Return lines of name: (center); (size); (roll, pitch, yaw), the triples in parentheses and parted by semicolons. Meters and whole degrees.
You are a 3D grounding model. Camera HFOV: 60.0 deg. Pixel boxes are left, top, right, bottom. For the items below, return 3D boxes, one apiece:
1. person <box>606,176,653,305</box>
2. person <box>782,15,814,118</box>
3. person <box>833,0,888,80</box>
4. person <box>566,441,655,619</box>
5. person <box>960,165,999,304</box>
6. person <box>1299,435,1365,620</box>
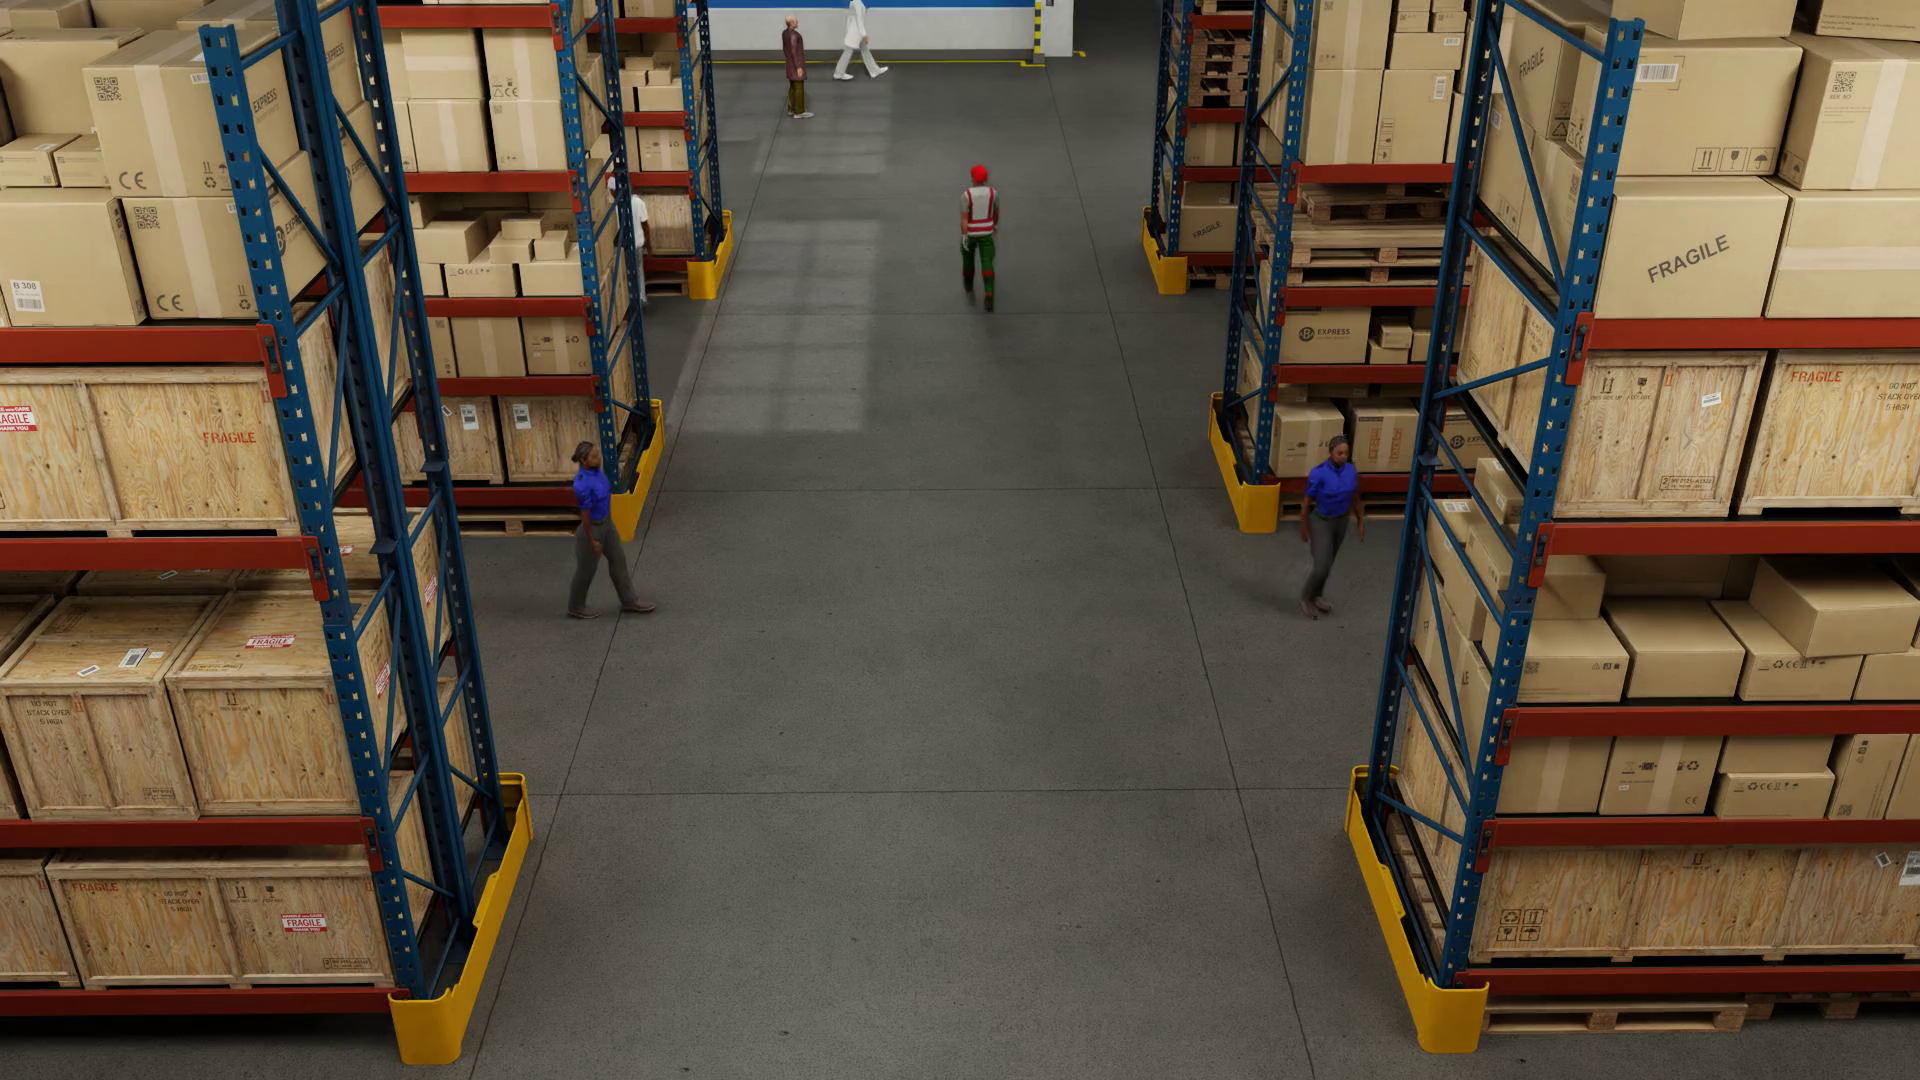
person: (-4.169, -3.680, 20.706); (0.602, 1.769, 0.460); (-17, 33, -28)
person: (-2.887, -8.437, 29.583); (0.413, 1.780, 0.571); (-13, 31, -23)
person: (-1.939, -9.776, 32.082); (1.069, 1.733, 0.617); (-2, 28, -4)
person: (-3.053, -0.078, 14.176); (0.734, 1.654, 0.440); (4, 29, 8)
person: (0.242, -3.927, 21.202); (0.533, 1.757, 1.027); (-4, 29, -8)
person: (3.174, -0.120, 14.212); (0.508, 1.654, 0.456); (-13, 31, -22)
